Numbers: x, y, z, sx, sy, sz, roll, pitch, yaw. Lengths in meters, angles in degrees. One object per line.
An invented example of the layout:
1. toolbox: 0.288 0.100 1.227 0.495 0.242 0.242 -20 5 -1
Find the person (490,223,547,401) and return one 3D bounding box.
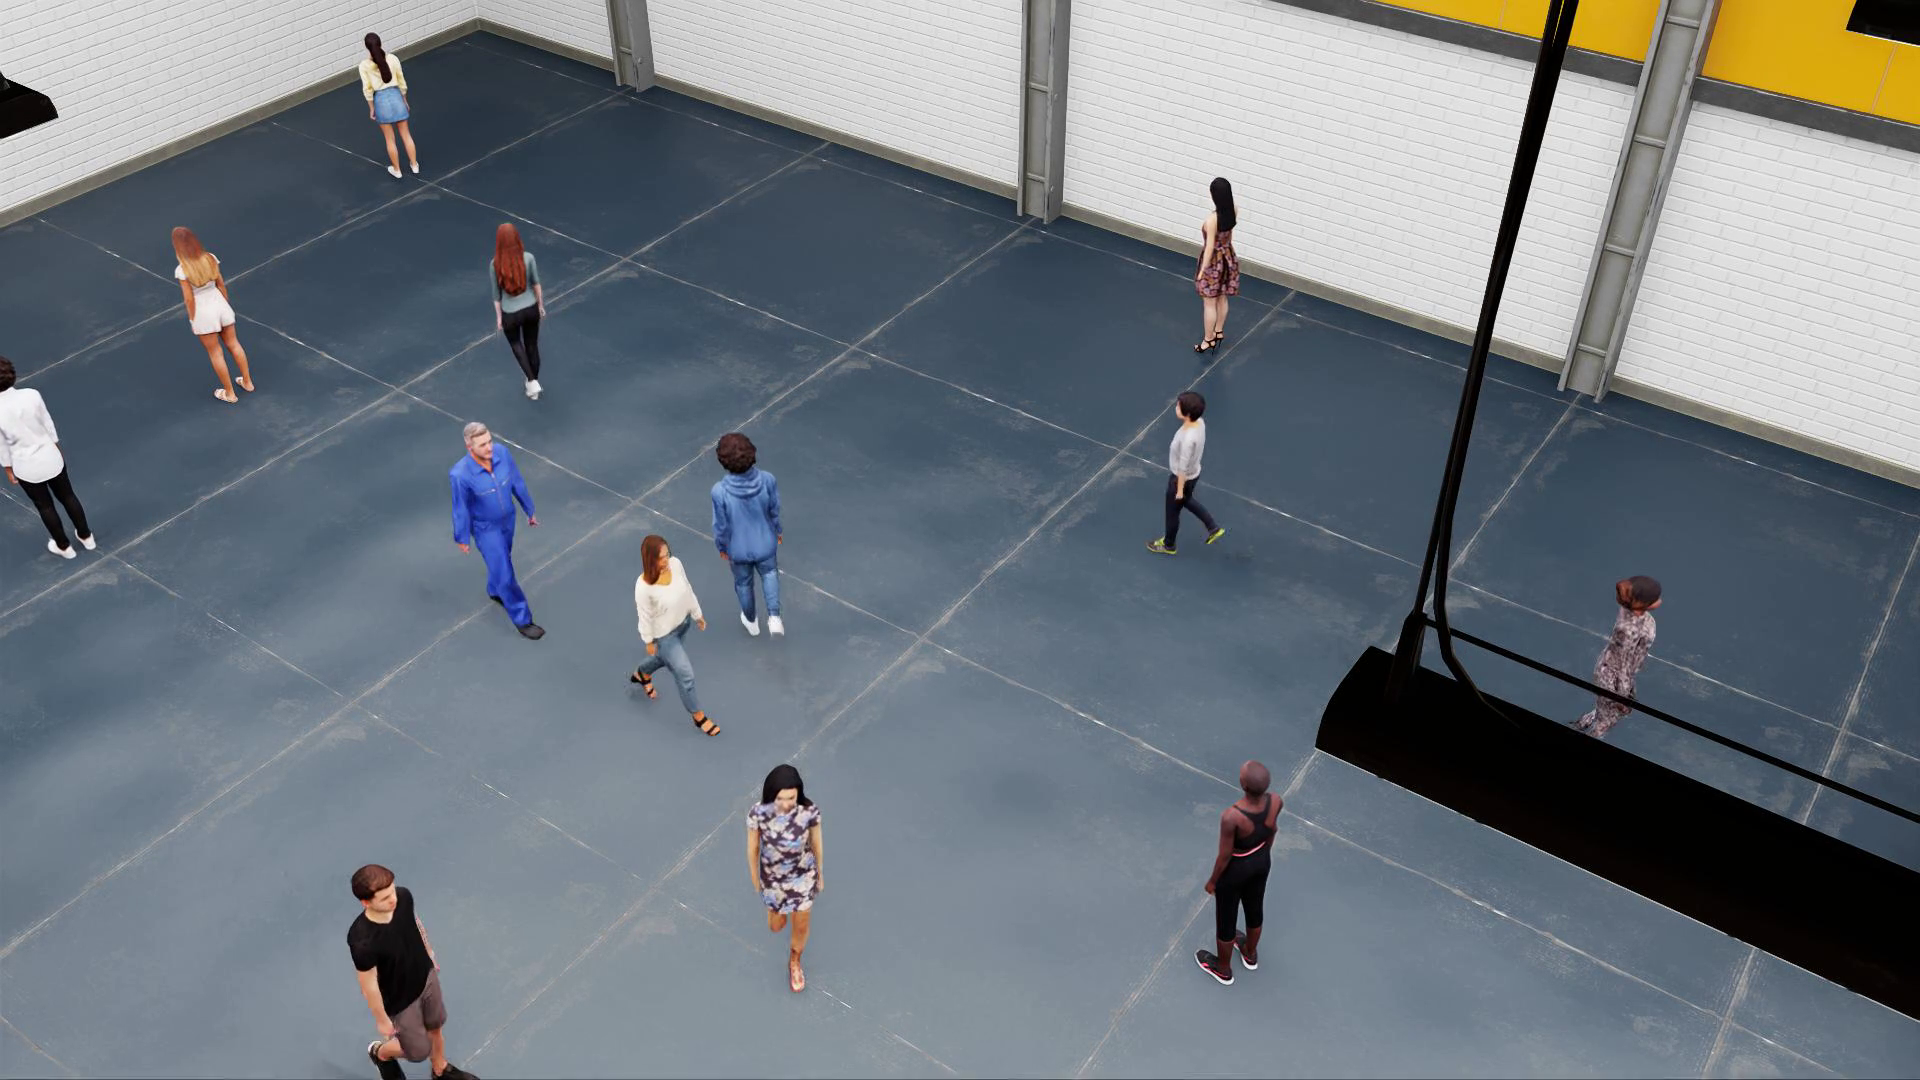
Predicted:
1. person: -3.873 -1.962 14.726 0.759 1.737 0.824 -16 41 -20

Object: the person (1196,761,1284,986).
1. person: 1.670 1.950 9.809 0.670 1.760 0.668 -20 43 -23

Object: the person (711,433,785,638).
1. person: -1.515 0.041 12.173 0.898 1.793 0.967 -11 40 -14

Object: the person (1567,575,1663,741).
1. person: 4.330 0.886 11.186 0.711 1.705 0.646 15 41 18

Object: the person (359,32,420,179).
1. person: -6.312 -4.807 18.373 0.712 1.631 0.690 -21 43 -25

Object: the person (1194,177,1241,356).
1. person: 2.372 -2.536 15.414 0.711 1.775 0.701 30 48 32

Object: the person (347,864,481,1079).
1. person: -3.129 2.424 9.139 0.964 1.855 0.831 12 40 14

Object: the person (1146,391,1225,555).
1. person: 1.835 -0.500 13.051 0.887 1.542 0.683 13 40 15

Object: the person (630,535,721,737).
1. person: -2.088 0.597 11.592 1.062 1.648 0.685 19 42 22

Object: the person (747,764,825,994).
1. person: -1.014 1.925 9.873 0.871 1.719 0.926 -5 39 -6

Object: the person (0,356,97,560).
1. person: -7.232 -0.641 13.018 0.621 1.803 0.644 30 47 32

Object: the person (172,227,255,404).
1. person: -6.685 -2.017 14.828 0.531 1.696 0.563 23 44 26

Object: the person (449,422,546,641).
1. person: -3.546 -0.148 12.405 0.986 1.799 0.787 22 43 25
